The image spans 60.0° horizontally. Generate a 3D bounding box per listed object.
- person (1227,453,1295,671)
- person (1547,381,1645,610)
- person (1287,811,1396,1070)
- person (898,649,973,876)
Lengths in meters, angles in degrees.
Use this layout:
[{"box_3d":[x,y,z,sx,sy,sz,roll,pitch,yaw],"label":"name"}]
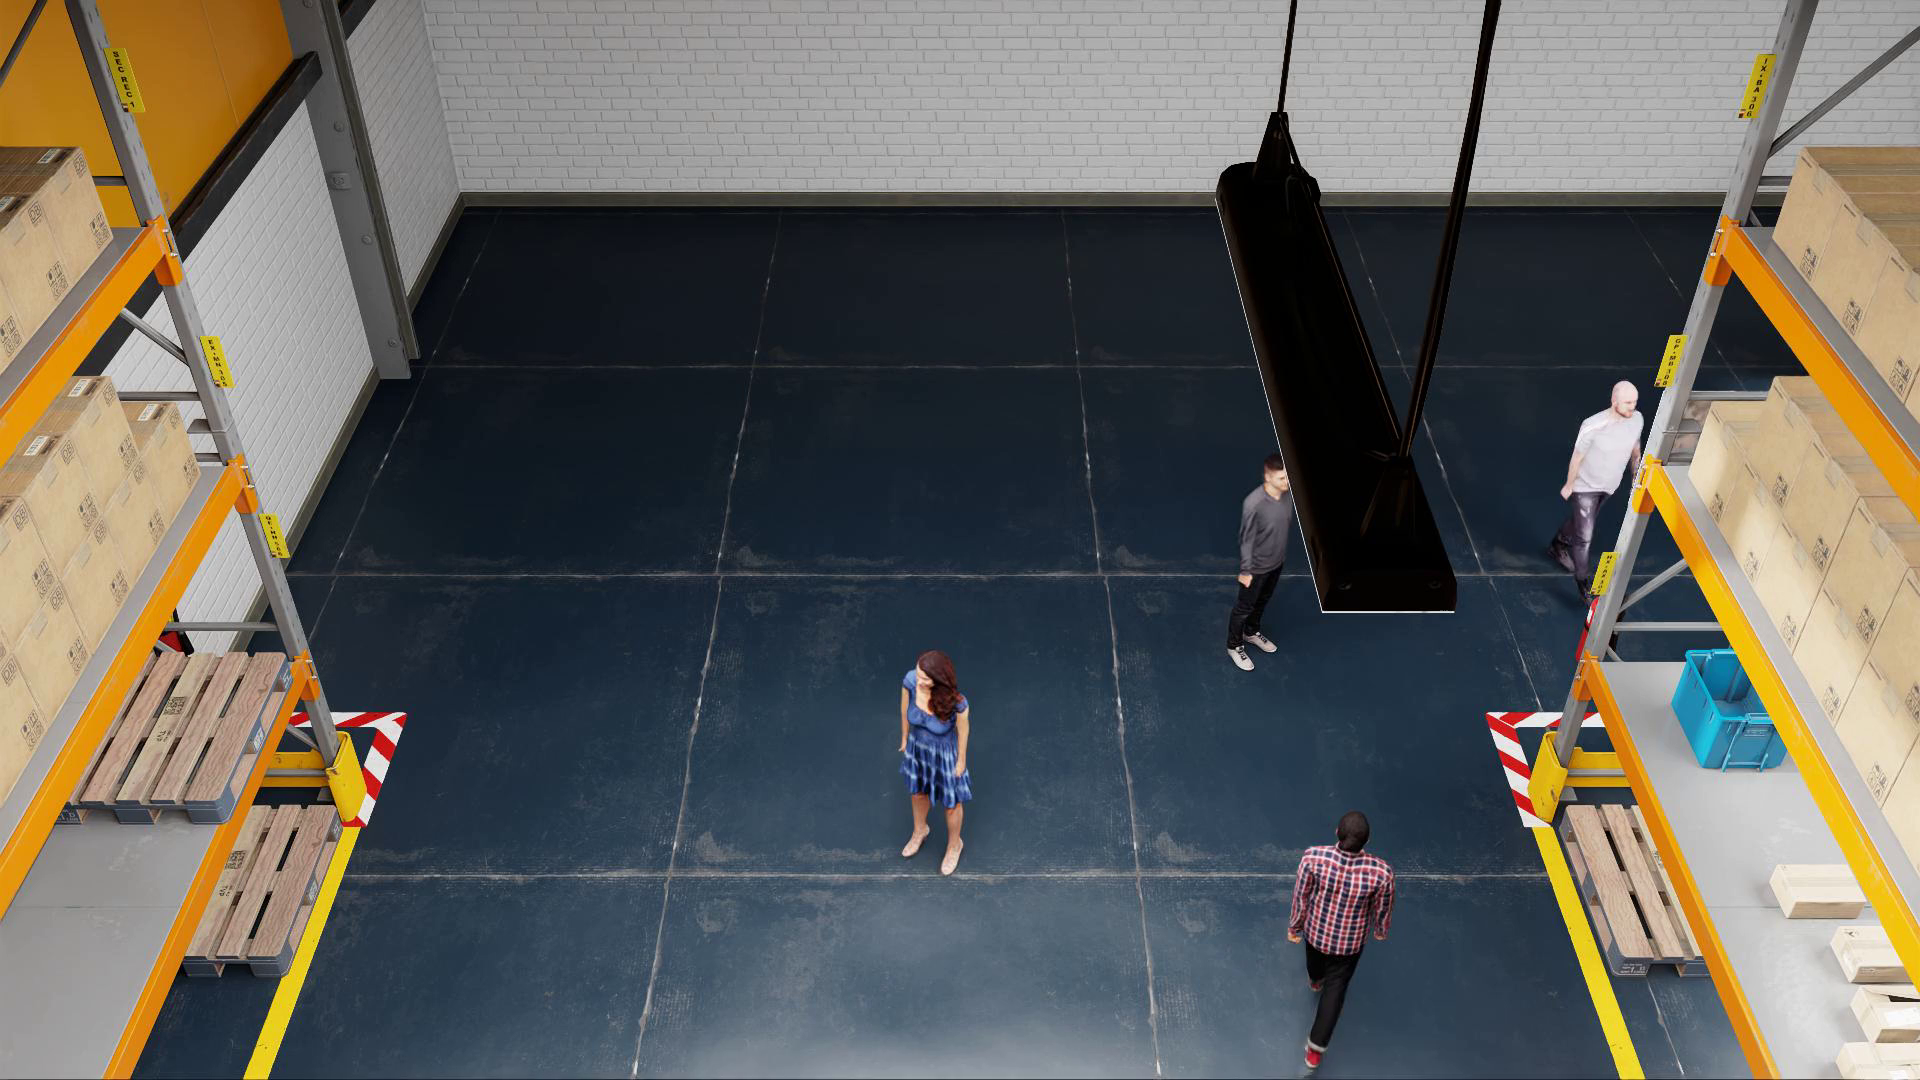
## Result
[{"box_3d":[2.139,0.123,11.760,0.687,1.760,0.739,-30,48,-32],"label":"person"},{"box_3d":[4.708,-0.460,12.462,0.931,1.796,1.209,-13,41,-16],"label":"person"},{"box_3d":[2.074,2.189,9.187,0.973,1.743,1.241,14,41,16],"label":"person"},{"box_3d":[-0.160,1.352,10.184,0.758,1.807,0.763,21,43,24],"label":"person"}]
